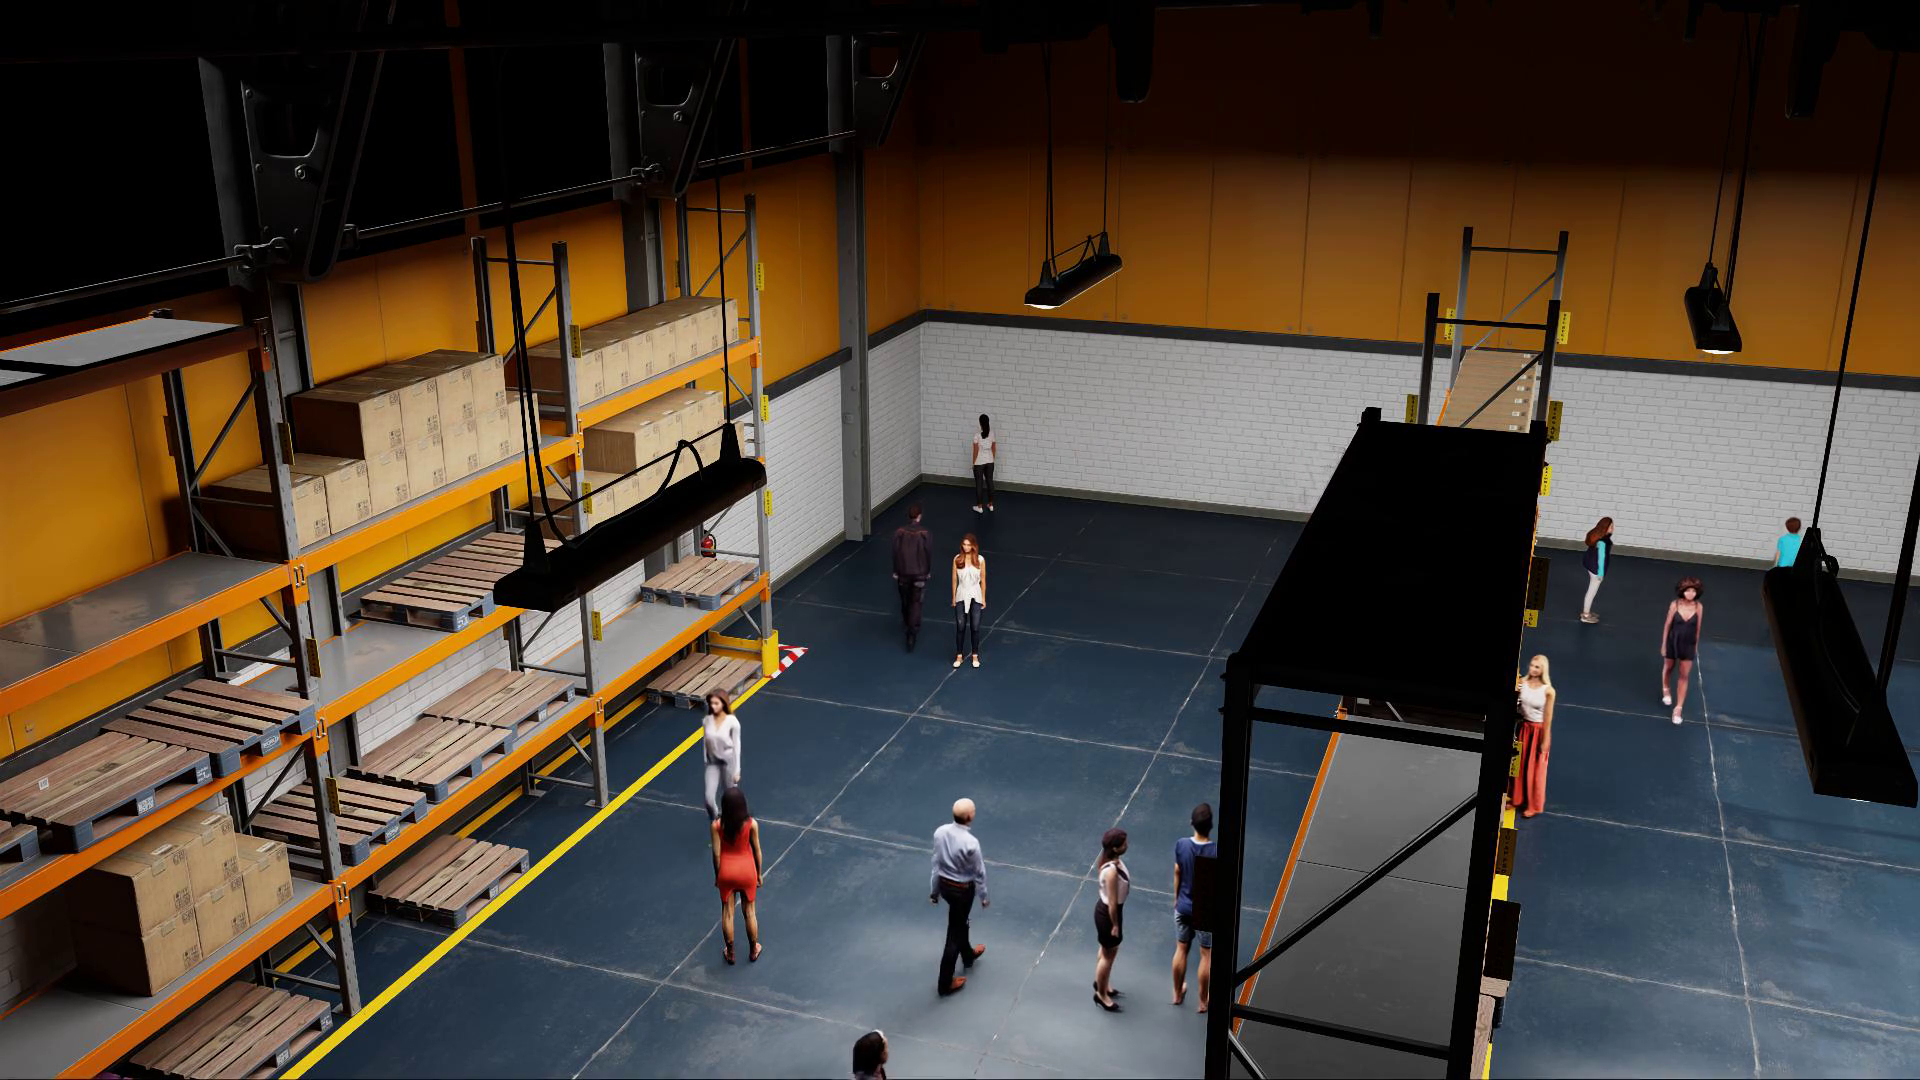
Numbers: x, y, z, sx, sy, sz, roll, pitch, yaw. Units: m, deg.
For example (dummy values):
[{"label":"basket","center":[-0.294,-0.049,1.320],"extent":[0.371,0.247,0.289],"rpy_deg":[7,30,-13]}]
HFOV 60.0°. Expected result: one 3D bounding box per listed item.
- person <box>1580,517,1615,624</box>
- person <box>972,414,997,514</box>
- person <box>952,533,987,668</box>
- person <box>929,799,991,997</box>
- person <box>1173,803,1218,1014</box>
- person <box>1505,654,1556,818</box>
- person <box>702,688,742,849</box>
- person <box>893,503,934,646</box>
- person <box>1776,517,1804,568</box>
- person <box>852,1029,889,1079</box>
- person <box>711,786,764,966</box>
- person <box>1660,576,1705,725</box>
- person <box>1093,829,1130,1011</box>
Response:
[{"label":"person","center":[8.695,0.387,22.720],"extent":[0.613,1.493,0.493],"rpy_deg":[6,20,18]},{"label":"person","center":[0.396,-1.277,27.421],"extent":[0.653,1.646,0.717],"rpy_deg":[-9,21,-25]},{"label":"person","center":[0.115,0.753,21.178],"extent":[0.636,1.784,0.610],"rpy_deg":[1,19,4]},{"label":"person","center":[-0.076,3.085,14.284],"extent":[0.864,1.764,1.070],"rpy_deg":[15,24,37]},{"label":"person","center":[2.017,3.111,14.085],"extent":[0.643,1.843,0.594],"rpy_deg":[10,21,28]},{"label":"person","center":[5.983,2.025,17.375],"extent":[0.745,1.800,0.719],"rpy_deg":[-15,24,-38]},{"label":"person","center":[-2.339,2.268,16.722],"extent":[0.612,1.757,0.661],"rpy_deg":[4,19,12]},{"label":"person","center":[-0.624,0.486,21.845],"extent":[0.810,1.864,1.248],"rpy_deg":[3,19,9]},{"label":"person","center":[11.344,0.408,22.766],"extent":[0.671,1.424,0.952],"rpy_deg":[12,22,32]},{"label":"person","center":[-0.664,4.162,11.085],"extent":[1.080,1.765,1.002],"rpy_deg":[-6,20,-18]},{"label":"person","center":[-1.971,2.962,14.721],"extent":[0.665,1.719,0.675],"rpy_deg":[-3,19,-8]},{"label":"person","center":[8.528,1.259,19.753],"extent":[0.627,1.735,1.114],"rpy_deg":[5,19,16]},{"label":"person","center":[1.268,3.201,14.124],"extent":[0.672,1.646,0.540],"rpy_deg":[1,19,2]}]
